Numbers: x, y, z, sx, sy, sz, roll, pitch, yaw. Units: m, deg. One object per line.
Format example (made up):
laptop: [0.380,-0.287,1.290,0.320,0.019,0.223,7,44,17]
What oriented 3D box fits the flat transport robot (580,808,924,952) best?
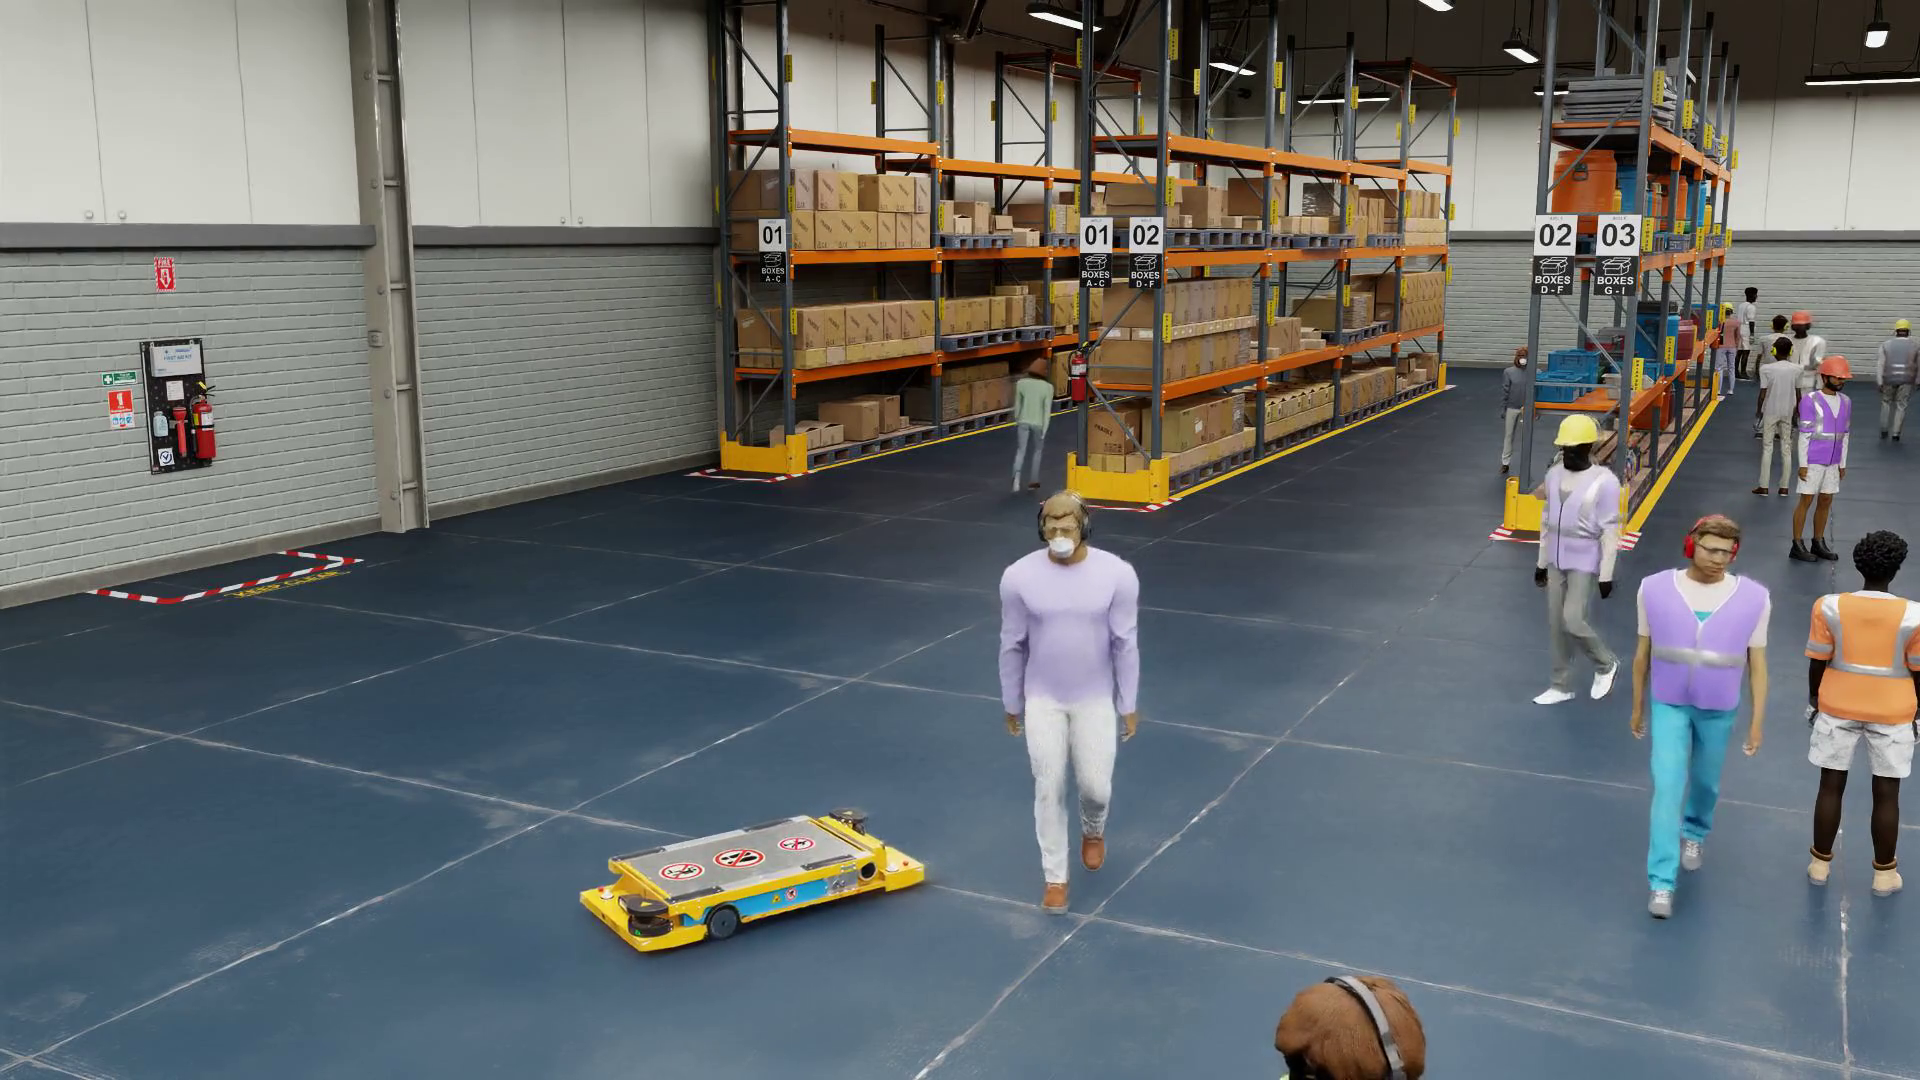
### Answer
flat transport robot: [-0.937,1.525,7.604,1.431,0.197,0.652,-7,13,-34]

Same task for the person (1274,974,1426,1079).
person: [0.648,1.612,2.870,0.428,1.836,0.626,-4,11,-19]

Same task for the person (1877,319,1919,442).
person: [13.932,-2.366,24.657,0.584,1.791,0.829,7,12,32]

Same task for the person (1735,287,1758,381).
person: [16.464,-4.318,34.839,0.368,1.965,0.609,0,10,-2]

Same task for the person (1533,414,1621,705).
person: [3.978,0.134,10.726,0.474,1.912,0.588,-4,11,-23]

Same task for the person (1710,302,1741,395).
person: [14.560,-3.631,31.656,0.523,1.762,0.328,0,10,1]

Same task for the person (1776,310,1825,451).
person: [11.602,-2.177,23.007,0.622,2.023,0.690,6,12,30]

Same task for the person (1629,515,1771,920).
person: [3.397,0.753,7.678,0.567,1.792,0.971,4,11,23]

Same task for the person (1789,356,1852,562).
person: [8.055,-0.750,15.502,0.541,1.930,0.386,-3,11,-14]

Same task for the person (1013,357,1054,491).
person: [0.845,-1.358,19.679,0.523,1.600,0.678,3,11,18]

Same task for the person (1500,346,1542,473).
person: [7.168,-1.659,21.244,0.501,1.633,0.282,4,11,19]

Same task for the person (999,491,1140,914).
person: [0.491,0.709,7.541,0.640,1.922,0.531,2,11,9]

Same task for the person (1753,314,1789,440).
person: [12.138,-2.427,24.821,0.520,1.865,0.322,6,12,30]

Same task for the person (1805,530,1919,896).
person: [4.184,0.796,7.684,0.532,1.697,0.319,7,13,34]

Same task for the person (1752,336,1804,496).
person: [9.546,-1.439,19.422,0.508,1.865,0.328,1,10,7]
